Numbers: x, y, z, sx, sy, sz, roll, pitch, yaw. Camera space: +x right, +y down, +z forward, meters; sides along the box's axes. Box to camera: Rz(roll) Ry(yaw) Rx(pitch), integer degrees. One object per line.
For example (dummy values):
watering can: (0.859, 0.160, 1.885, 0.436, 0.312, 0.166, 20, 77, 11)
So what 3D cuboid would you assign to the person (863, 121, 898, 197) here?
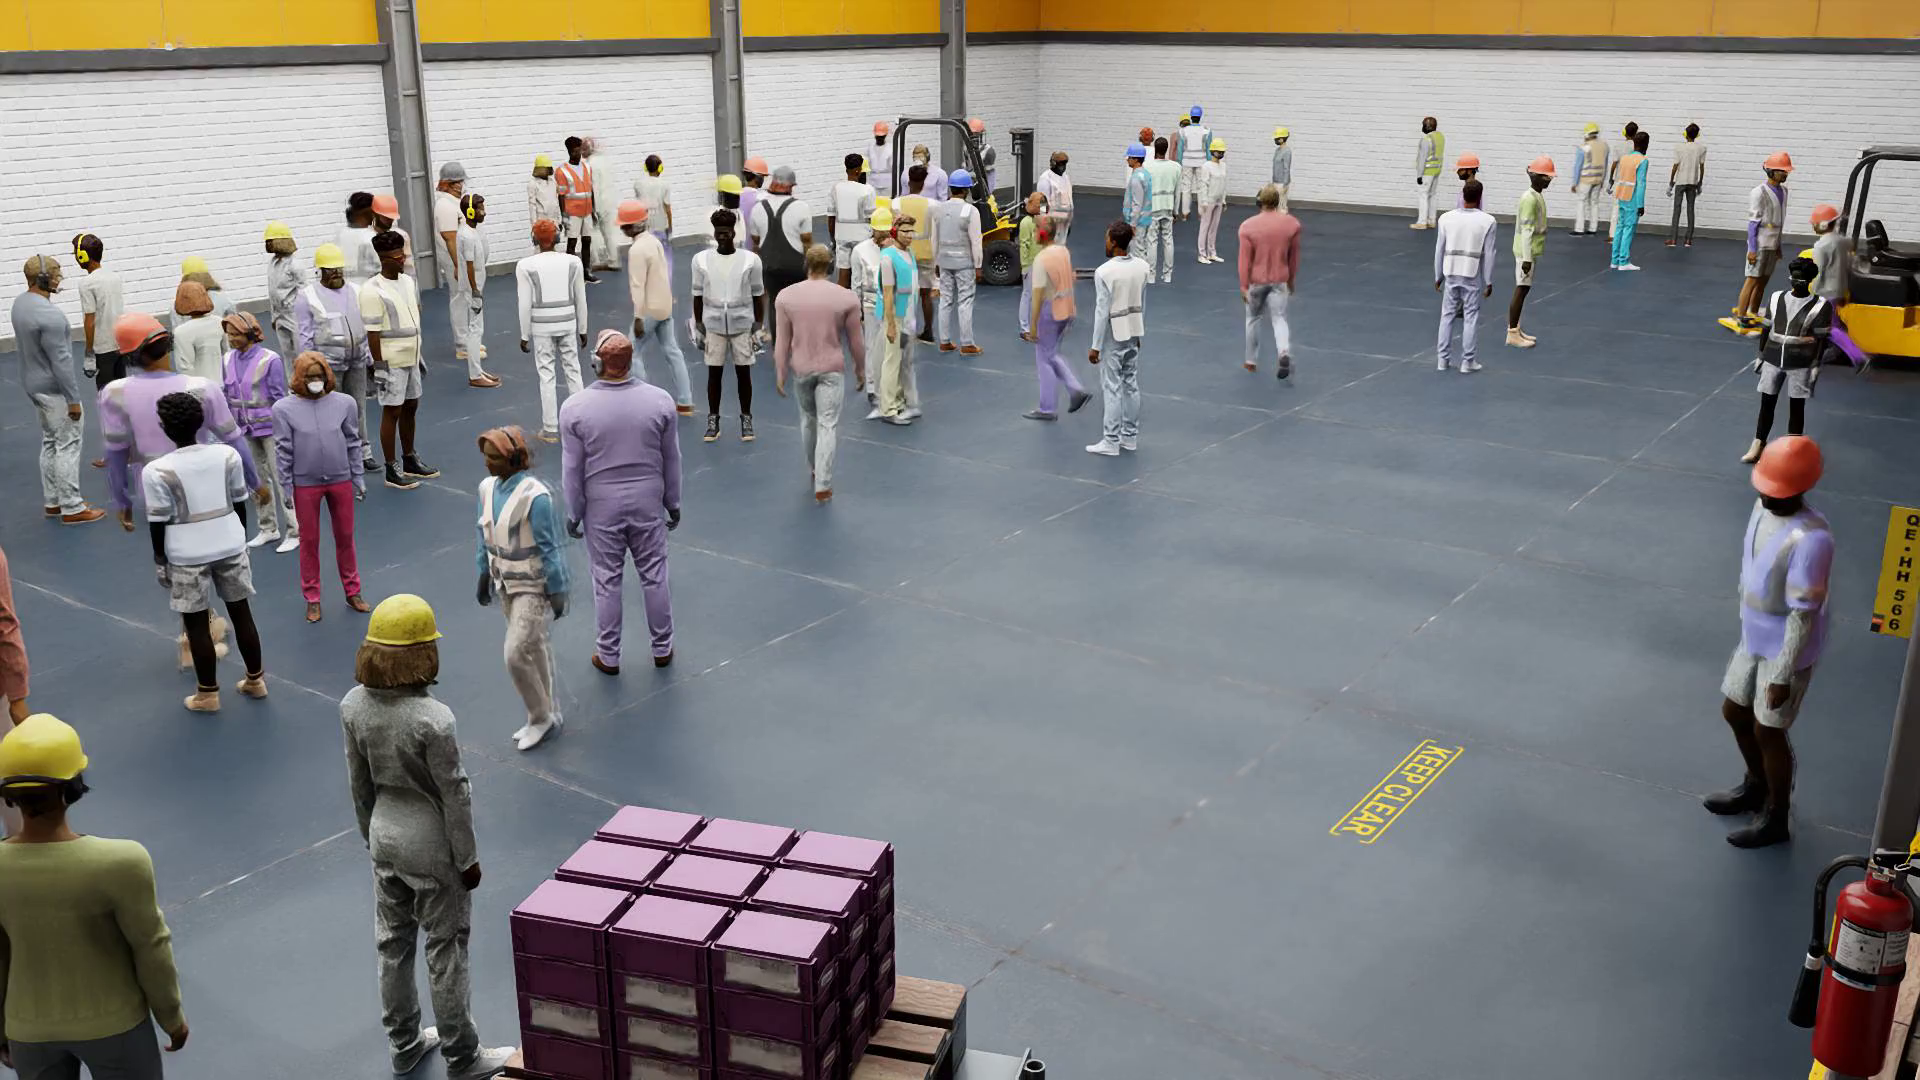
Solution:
person: (-1.229, -5.401, 25.335, 0.585, 1.923, 0.411, 3, 18, 10)

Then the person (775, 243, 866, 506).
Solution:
person: (-1.028, -1.272, 12.482, 0.659, 1.885, 0.997, 2, 18, 6)

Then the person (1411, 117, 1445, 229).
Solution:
person: (7.794, -6.107, 27.701, 0.429, 1.831, 0.639, 17, 24, 42)

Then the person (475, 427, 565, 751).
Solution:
person: (-2.191, 0.246, 8.148, 0.542, 1.621, 0.460, 15, 23, 39)

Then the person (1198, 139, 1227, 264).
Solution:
person: (3.659, -4.874, 23.945, 0.523, 1.769, 0.321, -17, 24, -42)

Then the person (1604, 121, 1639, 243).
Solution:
person: (10.389, -5.582, 25.992, 0.530, 1.871, 0.323, 2, 18, 6)

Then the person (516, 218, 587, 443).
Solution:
person: (-3.421, -1.756, 14.014, 0.585, 1.875, 0.337, -10, 20, -29)

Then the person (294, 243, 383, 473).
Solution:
person: (-4.813, -1.388, 12.934, 0.403, 1.833, 0.591, 14, 23, 38)

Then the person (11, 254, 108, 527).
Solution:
person: (-6.384, -1.046, 11.723, 0.635, 1.927, 0.372, 15, 23, 39)

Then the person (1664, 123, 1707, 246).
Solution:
person: (11.184, -5.473, 25.651, 0.517, 1.873, 0.328, 2, 18, 6)

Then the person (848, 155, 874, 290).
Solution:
person: (-1.182, -3.539, 19.510, 0.382, 1.924, 0.594, 14, 23, 37)

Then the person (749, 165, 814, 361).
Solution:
person: (-1.805, -2.869, 17.231, 0.701, 2.000, 0.537, 6, 19, 18)

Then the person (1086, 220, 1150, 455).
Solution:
person: (1.298, -1.648, 13.606, 0.391, 1.922, 0.593, 17, 24, 42)

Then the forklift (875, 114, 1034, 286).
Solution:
forklift: (-0.171, -4.594, 22.377, 2.313, 2.155, 1.214, 1, 18, 3)

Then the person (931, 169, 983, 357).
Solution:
person: (-0.018, -2.910, 17.508, 0.618, 1.945, 0.395, 12, 21, 33)

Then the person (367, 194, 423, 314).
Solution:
person: (-5.412, -2.310, 15.699, 0.574, 1.906, 0.536, -17, 24, -42)

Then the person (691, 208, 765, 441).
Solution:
person: (-1.948, -1.804, 14.018, 0.608, 1.966, 0.372, -1, 18, -2)

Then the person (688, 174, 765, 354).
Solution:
person: (-2.509, -2.933, 17.663, 0.840, 1.901, 0.588, 10, 20, 28)

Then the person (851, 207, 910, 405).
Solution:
person: (-0.706, -2.153, 15.354, 0.601, 1.819, 0.403, -6, 19, -18)

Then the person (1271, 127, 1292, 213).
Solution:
person: (5.095, -5.688, 26.511, 0.339, 1.760, 0.528, -3, 18, -10)

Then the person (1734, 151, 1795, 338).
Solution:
person: (8.987, -3.285, 18.529, 0.609, 2.043, 0.376, -13, 22, -35)

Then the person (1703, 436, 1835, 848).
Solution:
person: (3.461, 0.447, 7.098, 0.506, 1.889, 0.576, 0, 18, -1)

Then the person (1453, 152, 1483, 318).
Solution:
person: (5.978, -3.609, 19.731, 0.388, 1.930, 0.544, 6, 19, 17)

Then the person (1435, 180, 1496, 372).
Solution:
person: (5.068, -2.648, 16.741, 0.597, 1.914, 0.372, 12, 21, 33)

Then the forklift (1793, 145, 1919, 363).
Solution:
forklift: (9.803, -2.879, 17.013, 2.313, 2.155, 1.214, 12, 21, 33)

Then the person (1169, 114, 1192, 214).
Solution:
person: (3.991, -6.726, 29.760, 0.533, 1.754, 0.341, -2, 18, -5)

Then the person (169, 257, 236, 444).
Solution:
person: (-5.943, -1.390, 13.177, 0.488, 1.677, 0.908, -8, 19, -24)

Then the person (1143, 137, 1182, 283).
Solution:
person: (2.662, -4.393, 22.197, 0.591, 1.919, 0.392, -6, 19, -18)

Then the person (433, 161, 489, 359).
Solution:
person: (-5.202, -2.934, 17.433, 0.537, 2.000, 0.680, -4, 18, -14)

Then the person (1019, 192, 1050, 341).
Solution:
person: (0.840, -3.023, 18.370, 0.265, 1.632, 0.509, 14, 22, 36)

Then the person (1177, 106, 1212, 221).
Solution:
person: (4.046, -6.486, 28.693, 0.602, 1.949, 0.391, 3, 18, 10)

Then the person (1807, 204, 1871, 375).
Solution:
person: (8.726, -2.468, 16.549, 0.571, 1.700, 0.808, -17, 24, -42)
